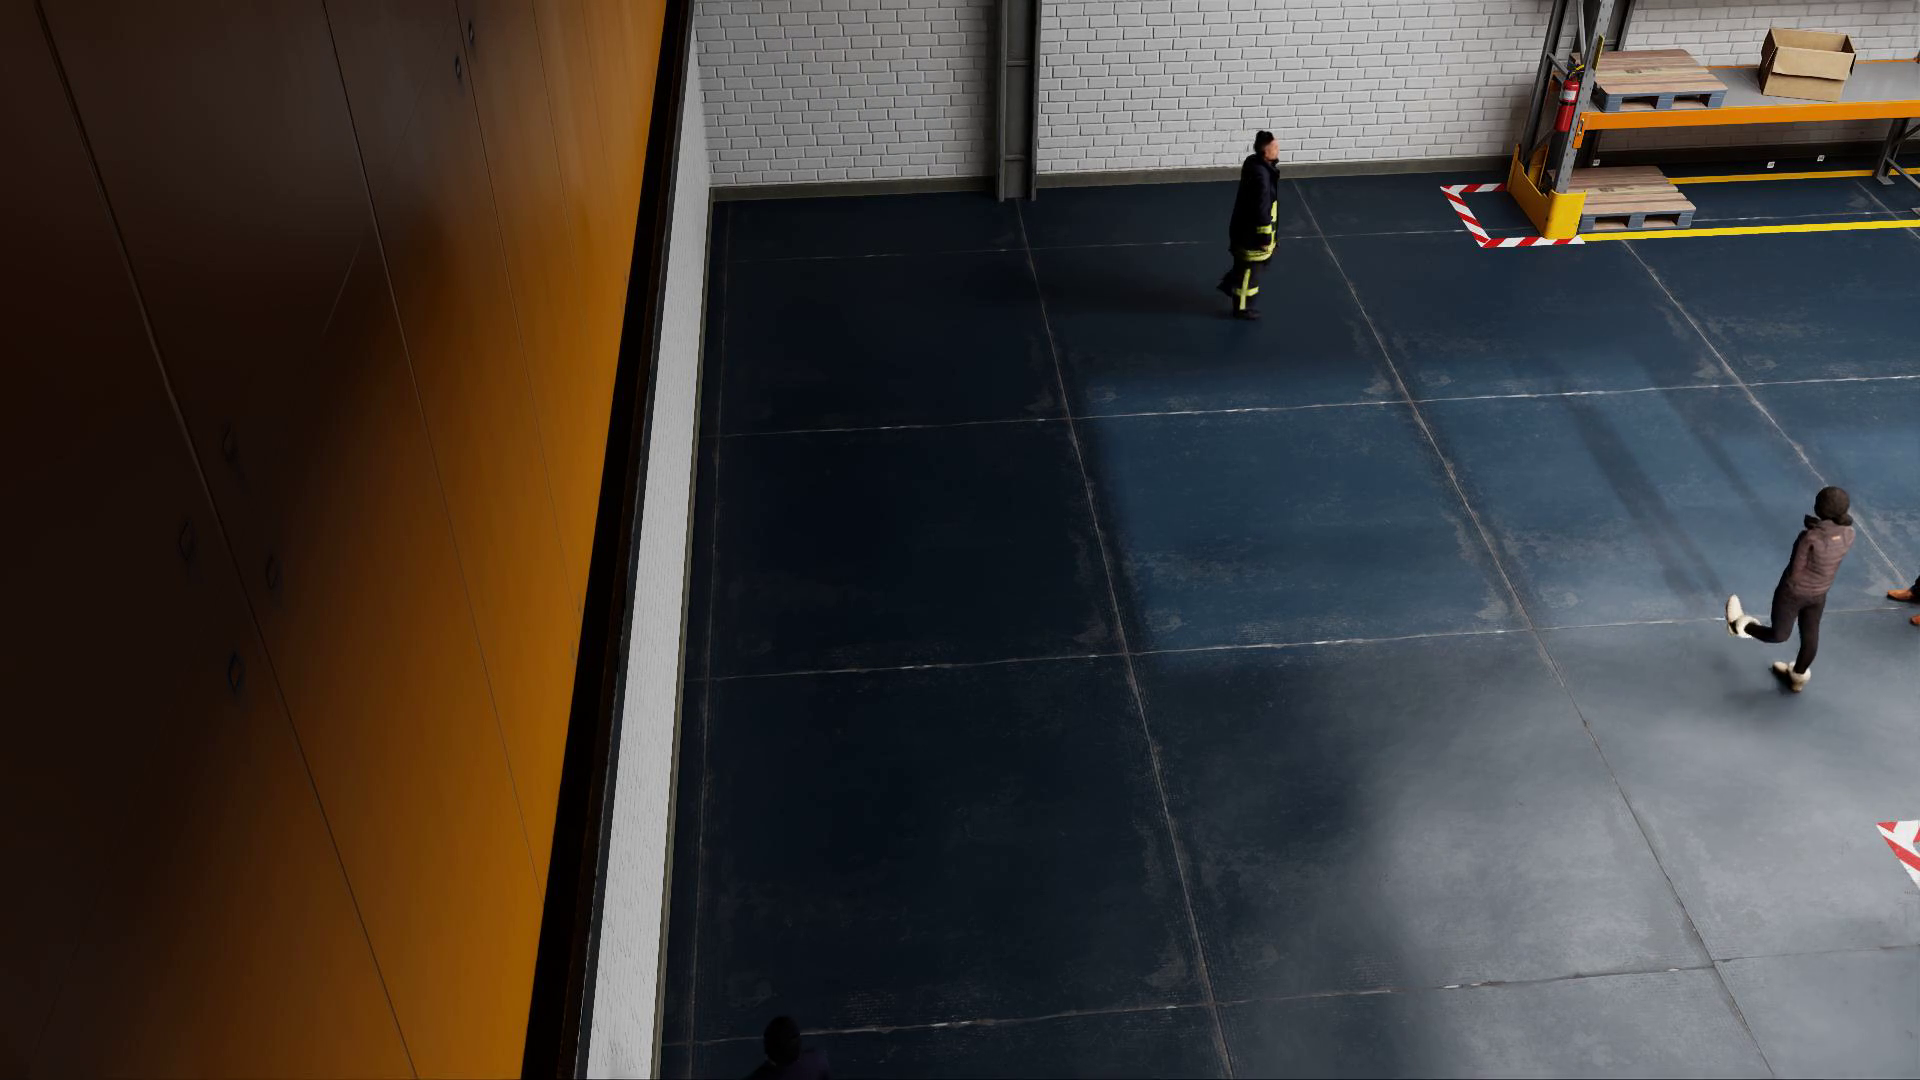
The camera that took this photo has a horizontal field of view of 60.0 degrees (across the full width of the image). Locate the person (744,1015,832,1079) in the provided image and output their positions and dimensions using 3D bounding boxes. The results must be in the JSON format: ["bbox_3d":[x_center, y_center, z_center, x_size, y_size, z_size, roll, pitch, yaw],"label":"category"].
[{"bbox_3d":[-0.812,2.894,7.969,0.978,1.724,0.974,-27,46,-30],"label":"person"}]

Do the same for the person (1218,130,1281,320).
[{"bbox_3d":[2.585,-2.861,15.069,0.801,1.856,0.802,3,39,3],"label":"person"}]

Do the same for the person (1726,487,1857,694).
[{"bbox_3d":[5.666,0.280,11.300,0.804,1.650,0.707,14,41,17],"label":"person"}]
